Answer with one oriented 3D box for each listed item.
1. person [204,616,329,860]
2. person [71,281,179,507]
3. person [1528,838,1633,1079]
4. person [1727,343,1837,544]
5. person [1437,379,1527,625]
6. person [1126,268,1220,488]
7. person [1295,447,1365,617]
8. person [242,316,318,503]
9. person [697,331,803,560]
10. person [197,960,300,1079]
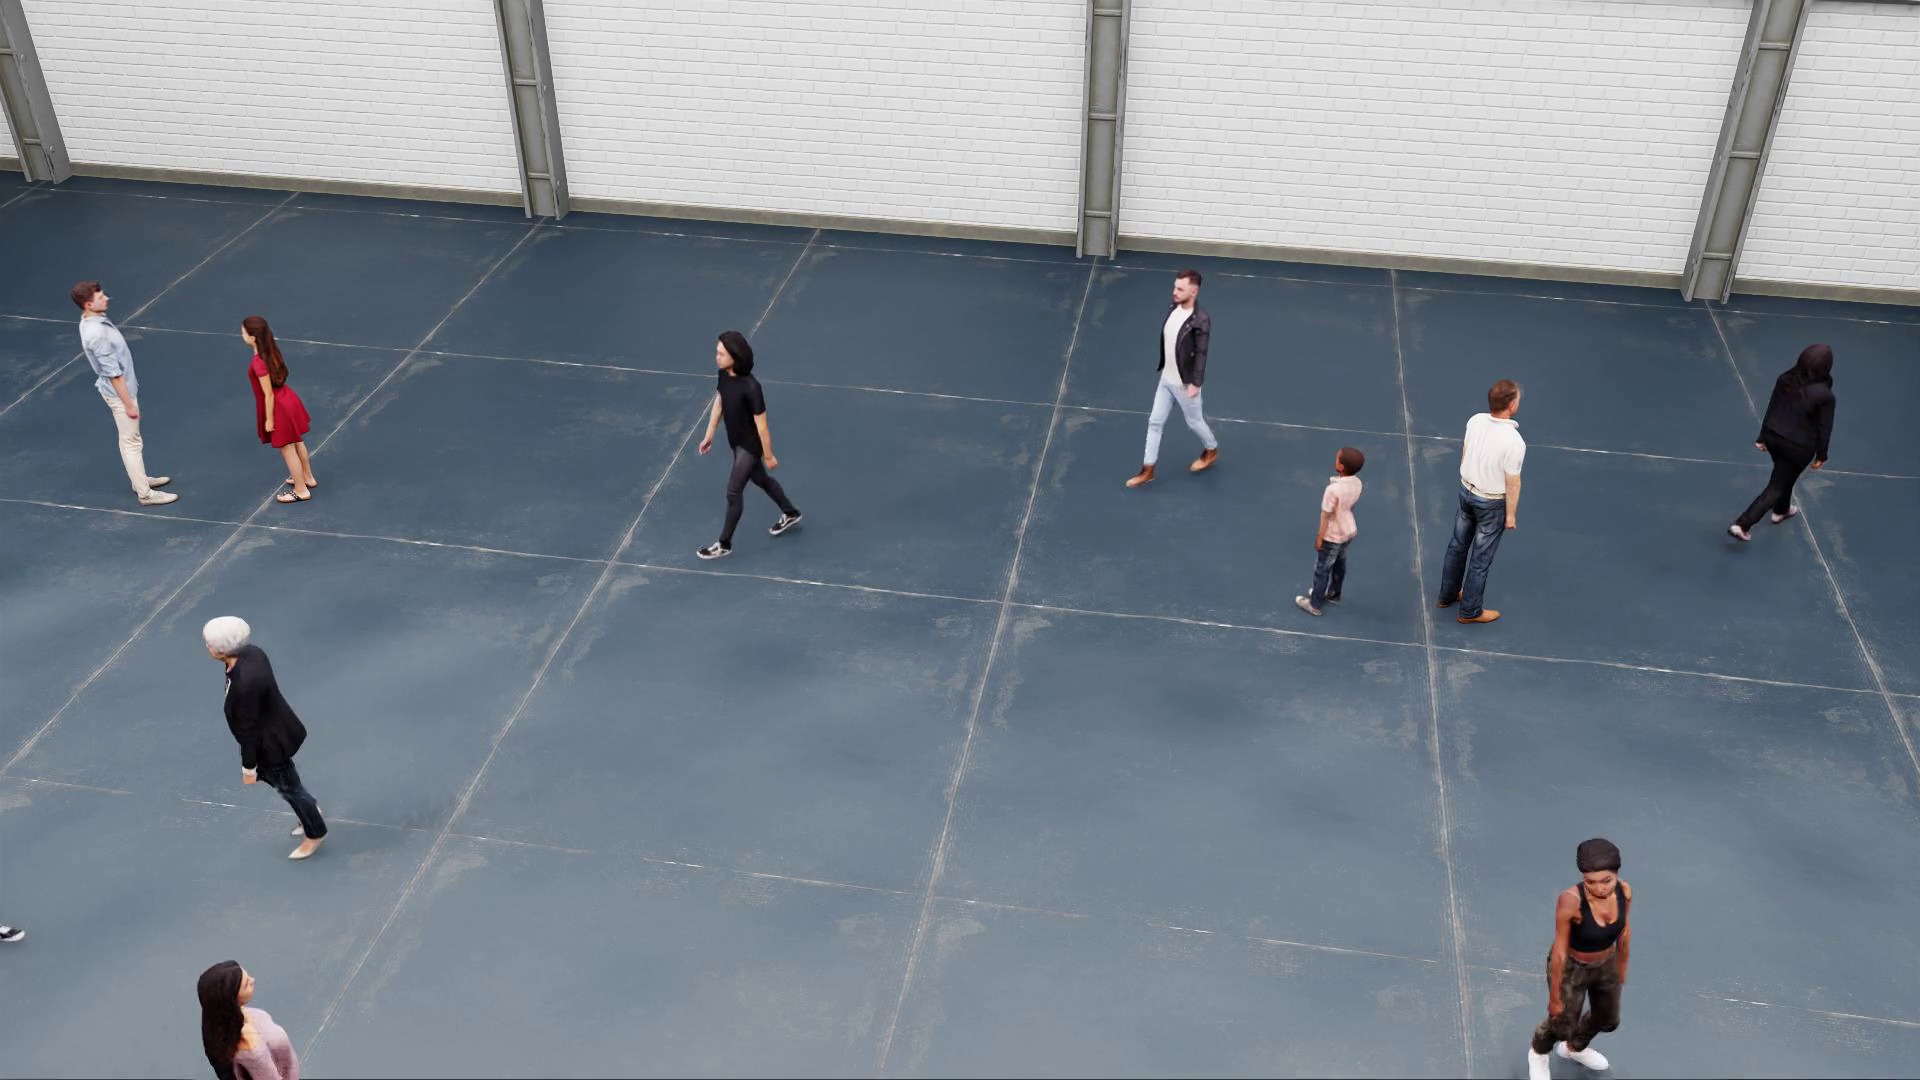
[{"bbox_3d":[-3.841,1.088,9.514,0.796,1.772,0.858,-13,36,-19],"label":"person"},{"bbox_3d":[-6.485,-1.139,12.812,0.771,1.848,0.729,-18,38,-25],"label":"person"},{"bbox_3d":[3.034,2.104,8.097,0.724,1.665,0.873,-19,38,-26],"label":"person"},{"bbox_3d":[6.117,-0.680,12.362,1.193,1.581,1.079,-17,37,-24],"label":"person"},{"bbox_3d":[3.606,-0.272,11.500,0.780,1.856,0.754,-15,37,-22],"label":"person"},{"bbox_3d":[1.812,-1.276,13.055,1.195,1.807,1.110,-19,38,-26],"label":"person"},{"bbox_3d":[2.679,-0.059,11.677,0.607,1.305,0.664,-26,41,-33],"label":"person"},{"bbox_3d":[-5.295,-1.032,12.916,0.660,1.553,0.605,-2,34,-2],"label":"person"},{"bbox_3d":[-1.502,-0.746,12.266,1.204,1.797,1.093,-18,38,-25],"label":"person"},{"bbox_3d":[-3.118,2.572,7.287,1.091,1.784,1.096,-26,42,-34],"label":"person"}]
